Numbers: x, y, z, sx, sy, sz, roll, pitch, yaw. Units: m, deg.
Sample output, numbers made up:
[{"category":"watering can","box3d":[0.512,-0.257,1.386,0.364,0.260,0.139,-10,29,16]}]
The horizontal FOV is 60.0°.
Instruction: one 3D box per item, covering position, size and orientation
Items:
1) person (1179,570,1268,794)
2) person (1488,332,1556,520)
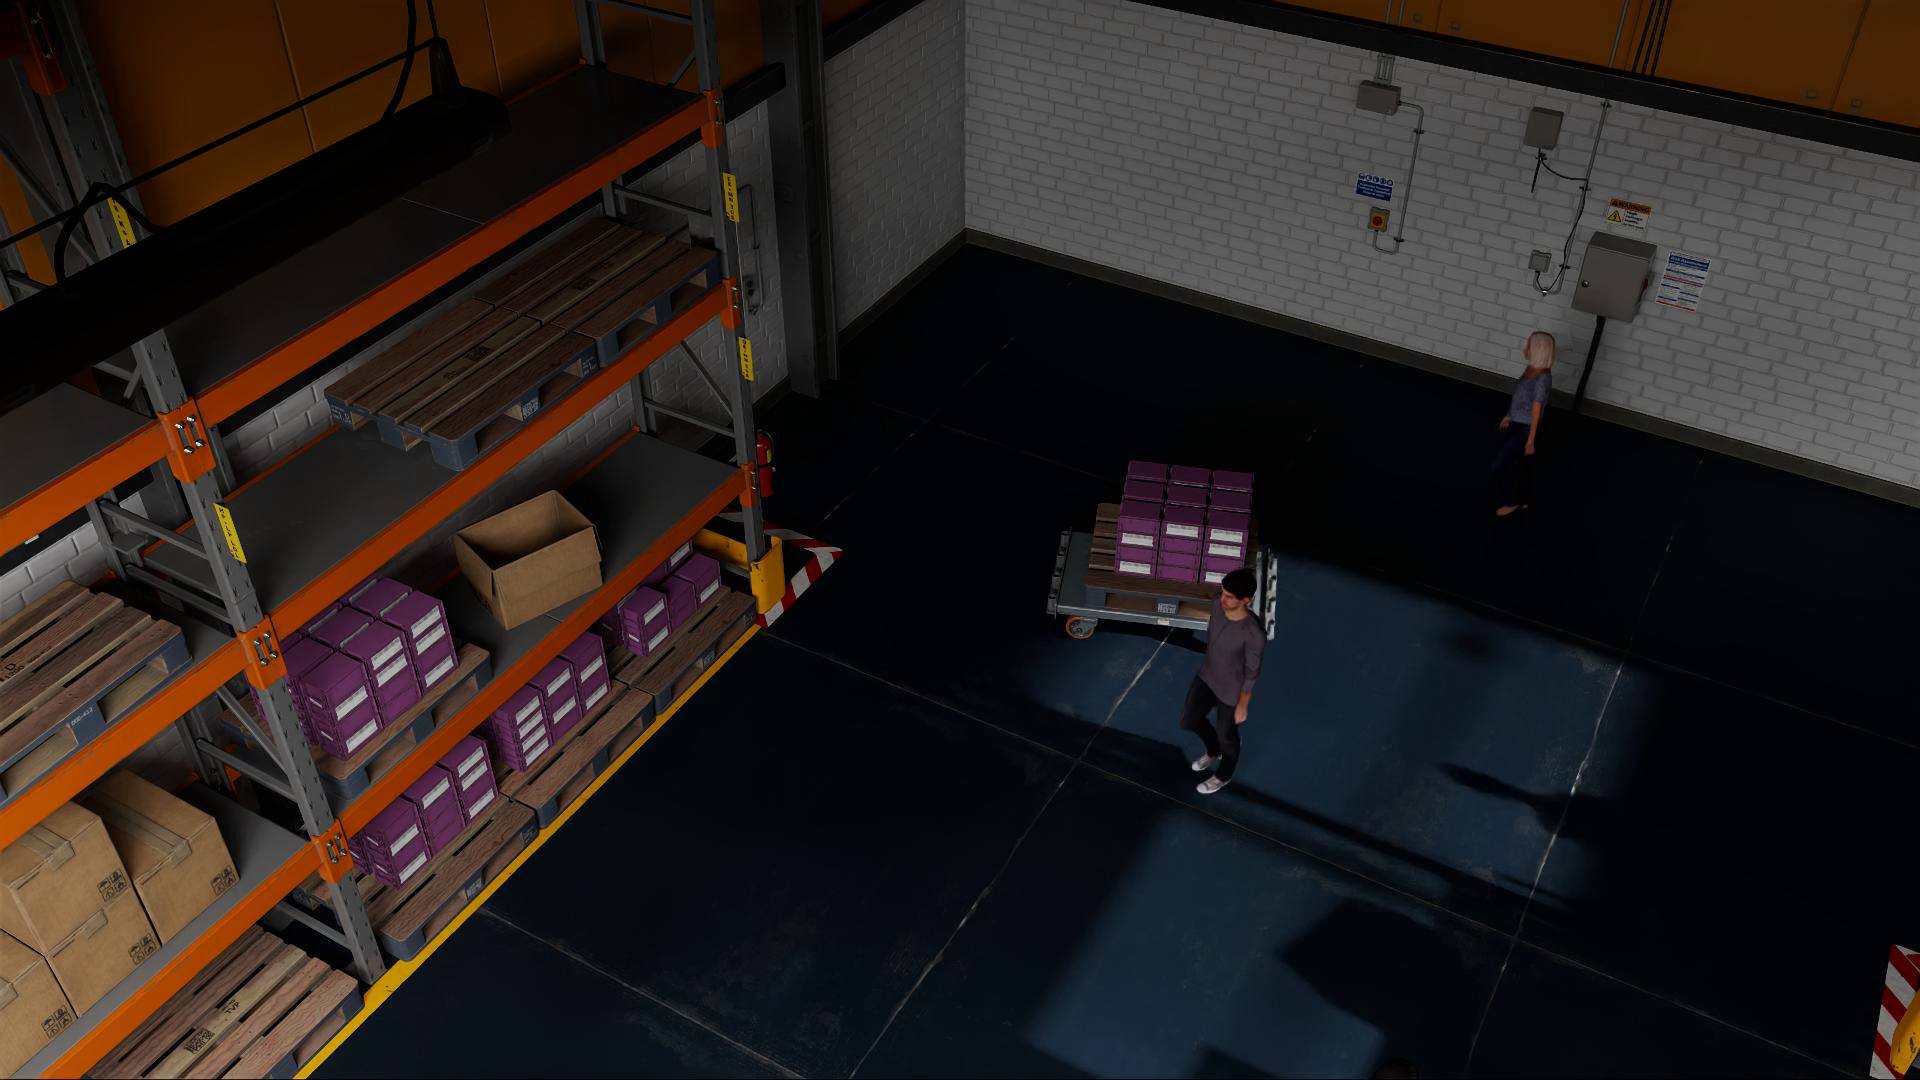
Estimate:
[{"category":"person","box3d":[1.773,0.883,10.679,0.823,1.842,0.816,-19,42,-22]},{"category":"person","box3d":[4.505,-0.865,12.978,0.710,1.704,0.615,11,40,13]}]
